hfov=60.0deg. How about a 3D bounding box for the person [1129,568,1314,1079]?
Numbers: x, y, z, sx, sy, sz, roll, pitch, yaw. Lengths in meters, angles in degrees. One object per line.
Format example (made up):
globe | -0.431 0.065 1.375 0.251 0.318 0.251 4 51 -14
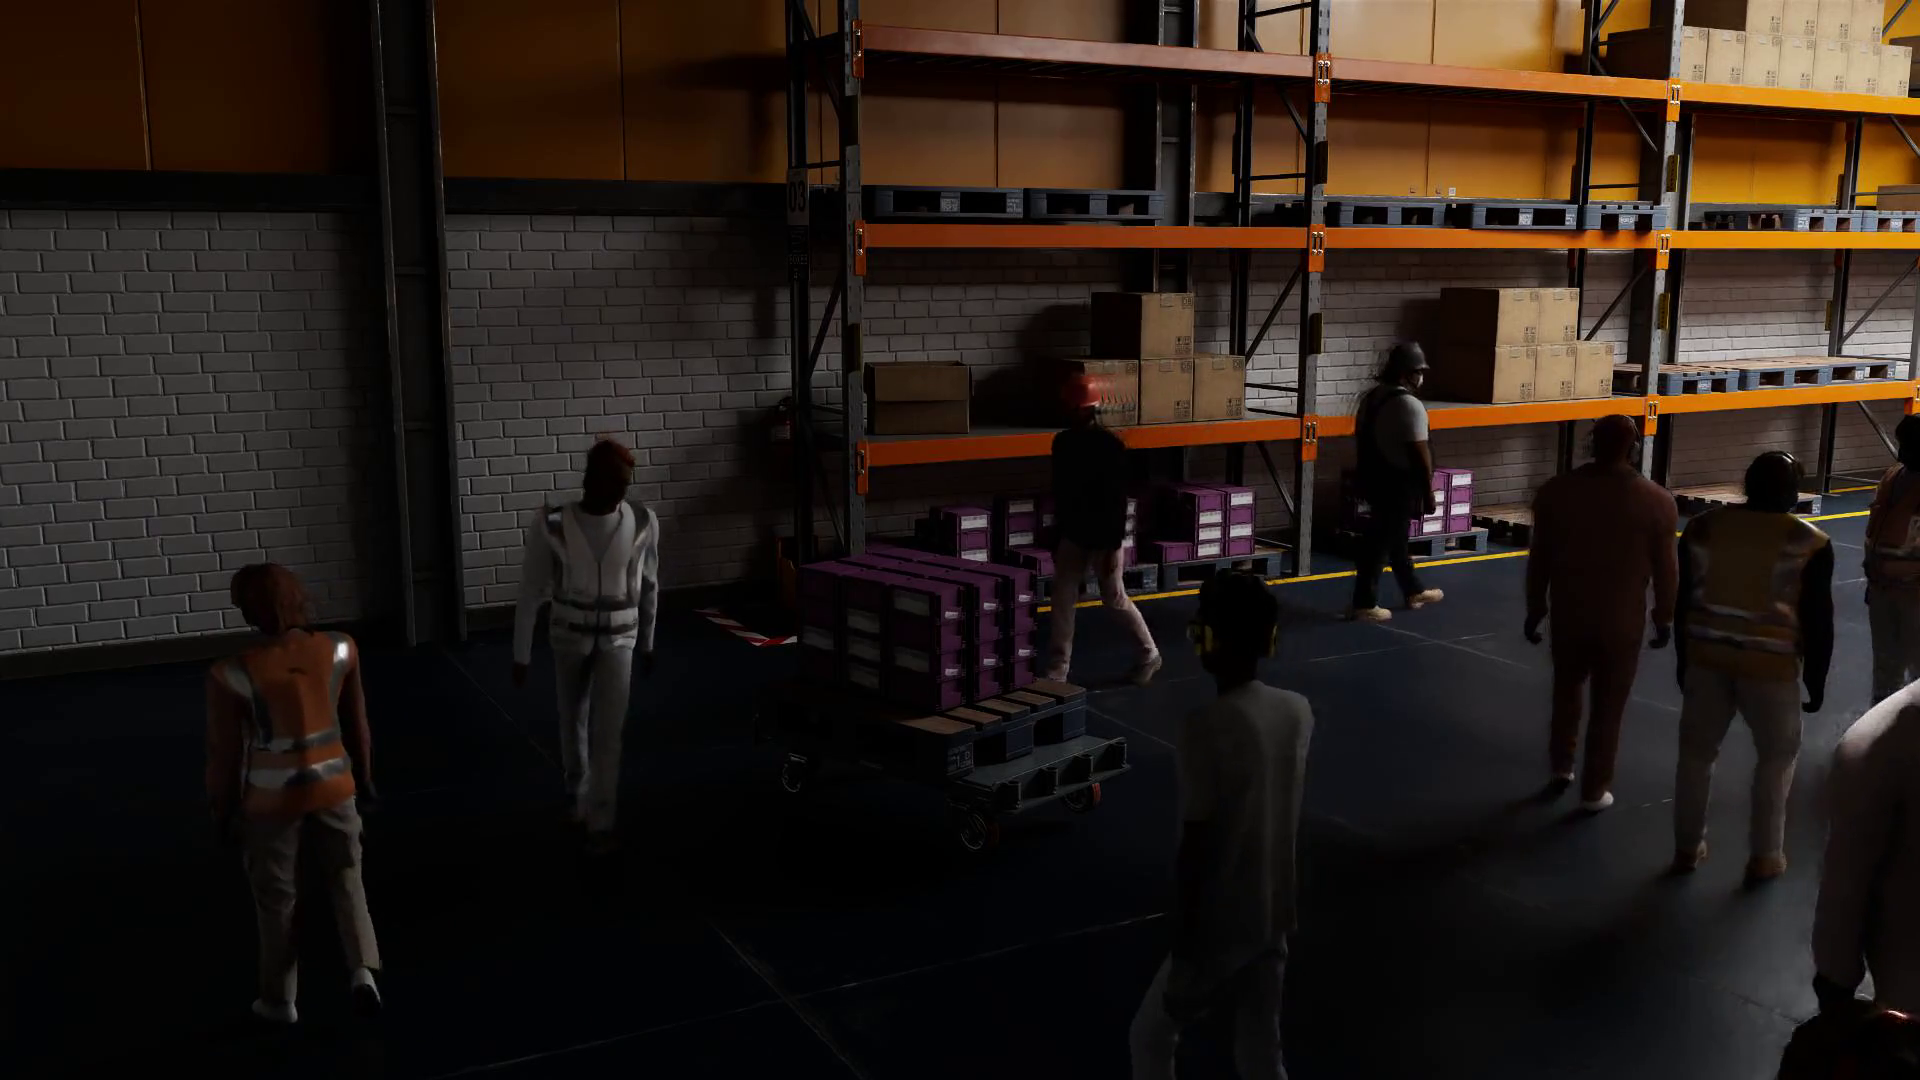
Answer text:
person | 0.623 0.987 4.341 0.530 1.834 0.763 -8 13 -39

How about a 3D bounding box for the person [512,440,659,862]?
person | -1.643 0.471 7.377 0.666 1.815 1.009 -3 10 -16

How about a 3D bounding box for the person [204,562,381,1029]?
person | -2.225 0.875 5.583 0.563 1.626 0.497 -8 13 -40

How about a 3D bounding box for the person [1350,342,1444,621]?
person | 3.216 -0.439 11.969 0.954 2.000 0.704 -2 10 -14

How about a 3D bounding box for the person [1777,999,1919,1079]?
person | 0.981 1.392 2.146 0.574 1.808 0.866 -4 11 -21

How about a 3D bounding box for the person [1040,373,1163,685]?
person | 0.837 -0.036 9.958 0.982 1.948 0.617 -8 12 -37

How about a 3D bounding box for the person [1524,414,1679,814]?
person | 3.067 0.339 7.952 0.662 1.883 0.640 6 12 33

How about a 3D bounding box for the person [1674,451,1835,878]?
person | 3.321 0.537 7.015 0.448 1.821 0.630 -10 14 -44

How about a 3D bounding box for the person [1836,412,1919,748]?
person | 4.859 0.261 8.526 0.429 1.841 0.622 -1 10 -8

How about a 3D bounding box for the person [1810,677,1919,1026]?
person | 2.487 1.040 3.989 0.644 1.862 0.961 -3 10 -19
